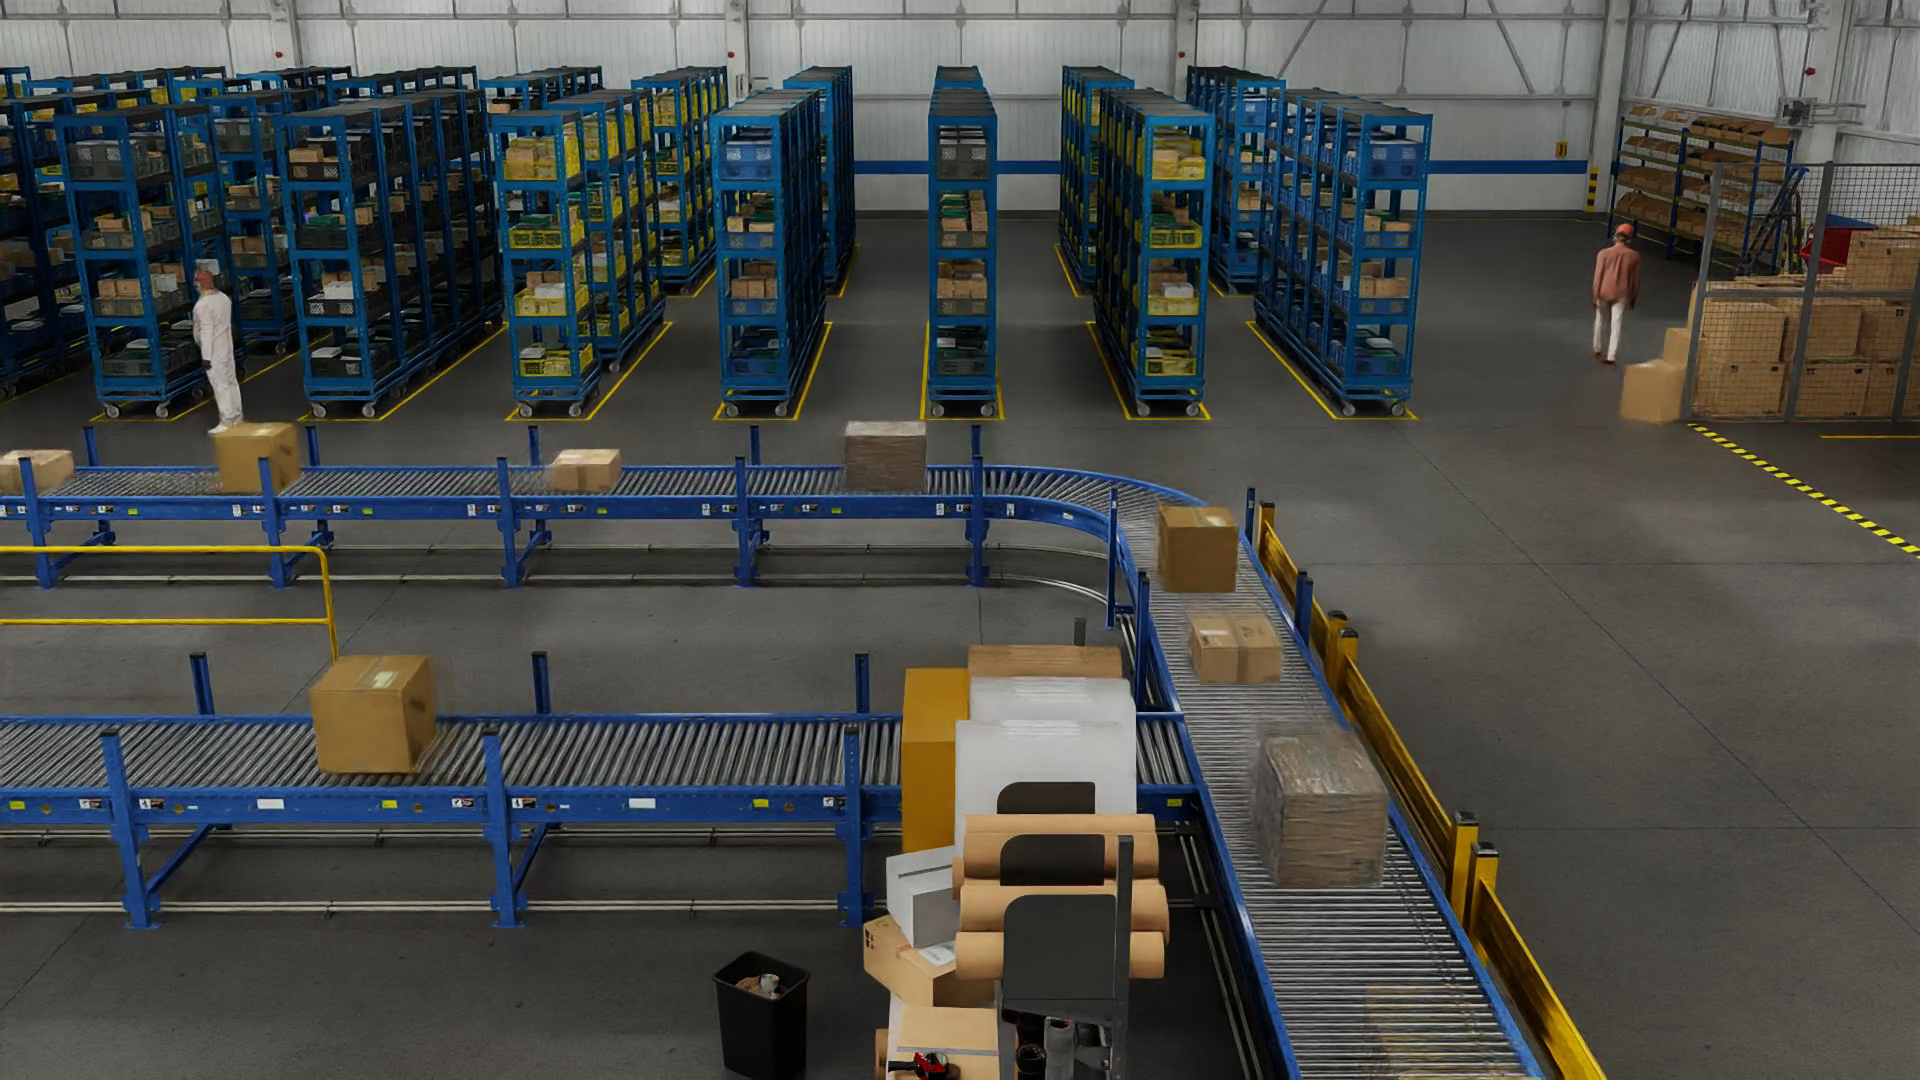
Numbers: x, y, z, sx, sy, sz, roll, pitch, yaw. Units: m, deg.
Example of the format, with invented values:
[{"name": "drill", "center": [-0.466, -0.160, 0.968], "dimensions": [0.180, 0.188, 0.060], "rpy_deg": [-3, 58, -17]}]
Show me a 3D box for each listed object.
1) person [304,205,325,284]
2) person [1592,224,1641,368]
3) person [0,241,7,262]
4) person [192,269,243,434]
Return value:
[{"name": "person", "center": [-10.500, -4.667, 27.033], "dimensions": [0.392, 1.842, 0.564], "rpy_deg": [0, 18, 1]}, {"name": "person", "center": [9.029, -3.373, 22.924], "dimensions": [0.625, 1.915, 1.098], "rpy_deg": [5, 19, 15]}, {"name": "person", "center": [-17.431, -5.509, 29.822], "dimensions": [0.780, 1.709, 0.575], "rpy_deg": [-13, 22, -34]}, {"name": "person", "center": [-8.656, -2.188, 19.300], "dimensions": [0.399, 1.905, 0.642], "rpy_deg": [0, 18, 1]}]
